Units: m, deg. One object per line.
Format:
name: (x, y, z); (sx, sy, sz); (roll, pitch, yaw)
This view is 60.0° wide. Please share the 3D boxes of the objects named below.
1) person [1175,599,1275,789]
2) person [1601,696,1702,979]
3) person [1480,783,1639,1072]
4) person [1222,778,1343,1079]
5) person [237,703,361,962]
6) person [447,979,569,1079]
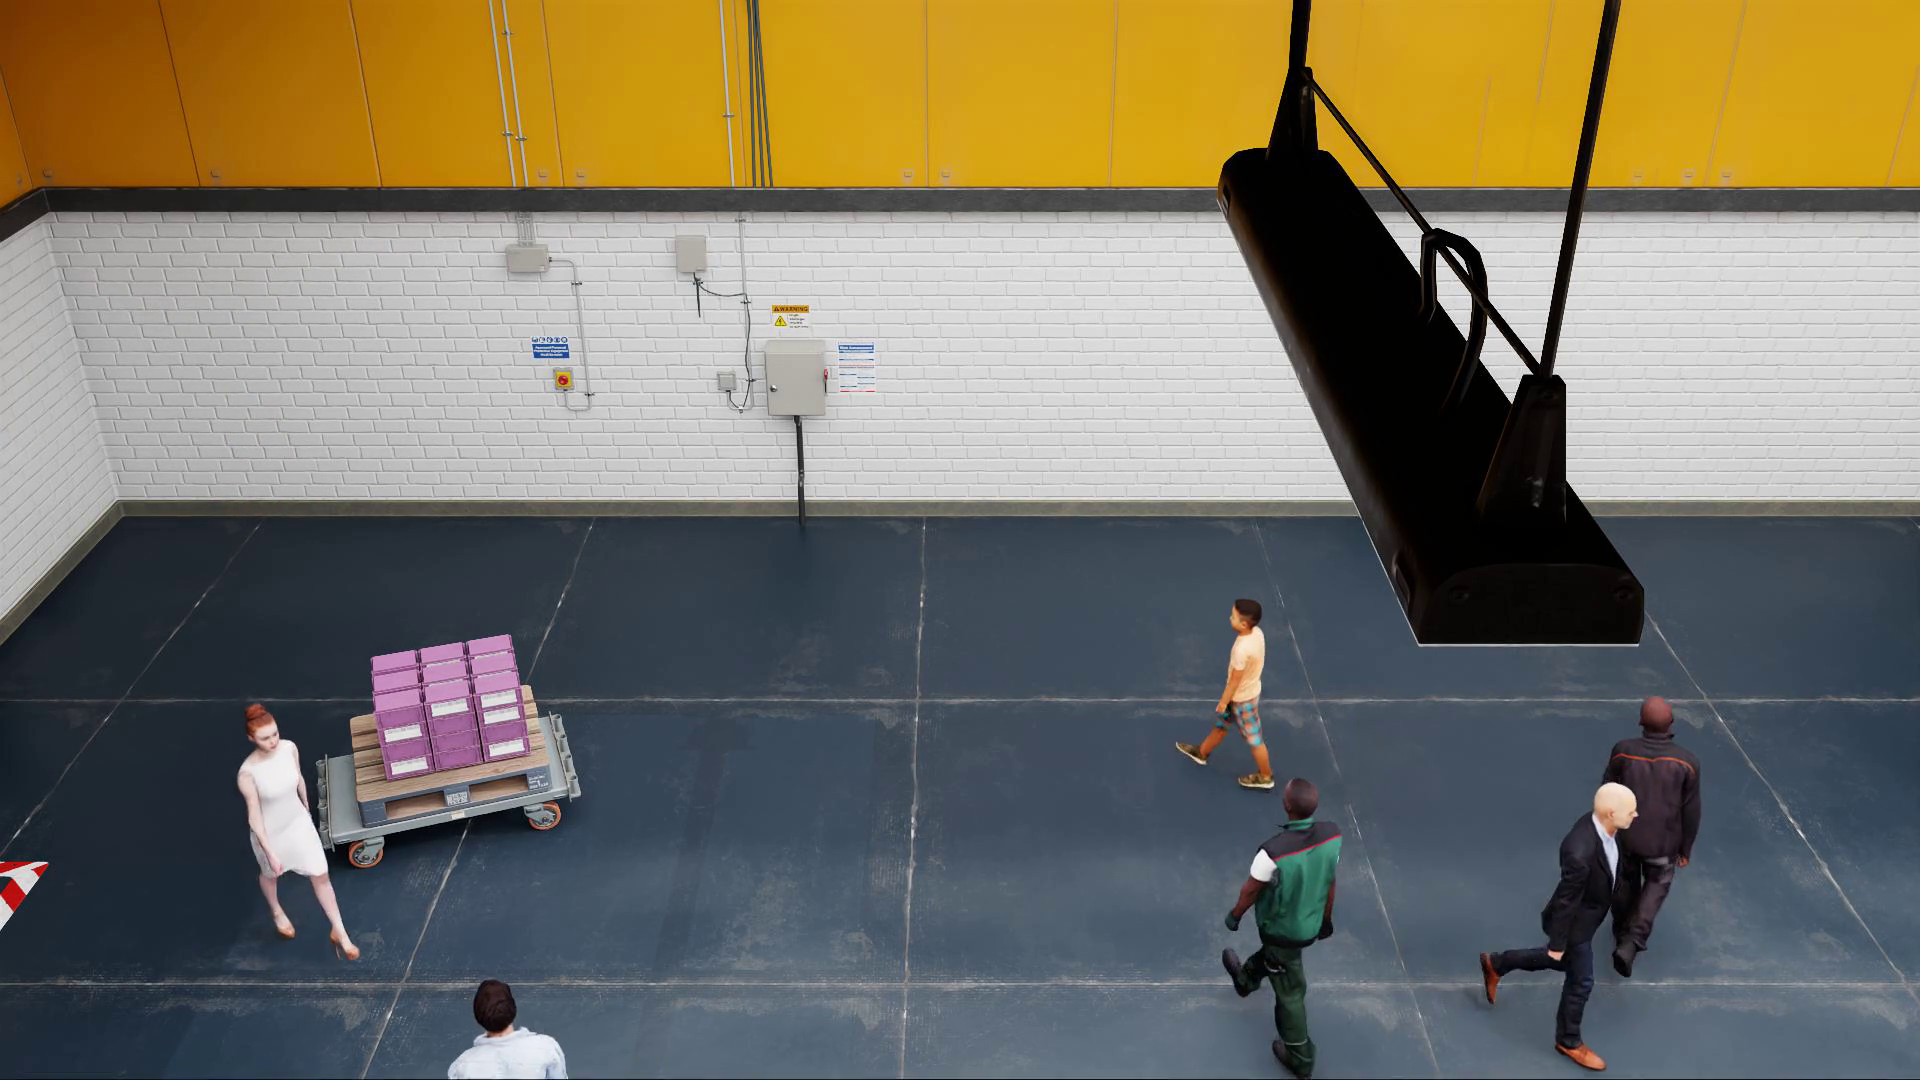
person: (2.001, 1.066, 11.293); (0.807, 1.428, 0.957); (10, 30, 17)
person: (3.946, 1.759, 9.634); (0.983, 1.800, 1.091); (17, 33, 28)
person: (3.306, 2.041, 9.143); (1.152, 1.774, 1.132); (23, 36, 35)
person: (1.813, 2.136, 8.952); (1.064, 1.791, 1.263); (-16, 32, -27)
person: (-4.057, 1.691, 9.800); (1.012, 1.761, 1.024); (19, 34, 31)
person: (-2.006, 2.822, 7.685); (0.797, 1.801, 0.810); (-8, 30, -13)
